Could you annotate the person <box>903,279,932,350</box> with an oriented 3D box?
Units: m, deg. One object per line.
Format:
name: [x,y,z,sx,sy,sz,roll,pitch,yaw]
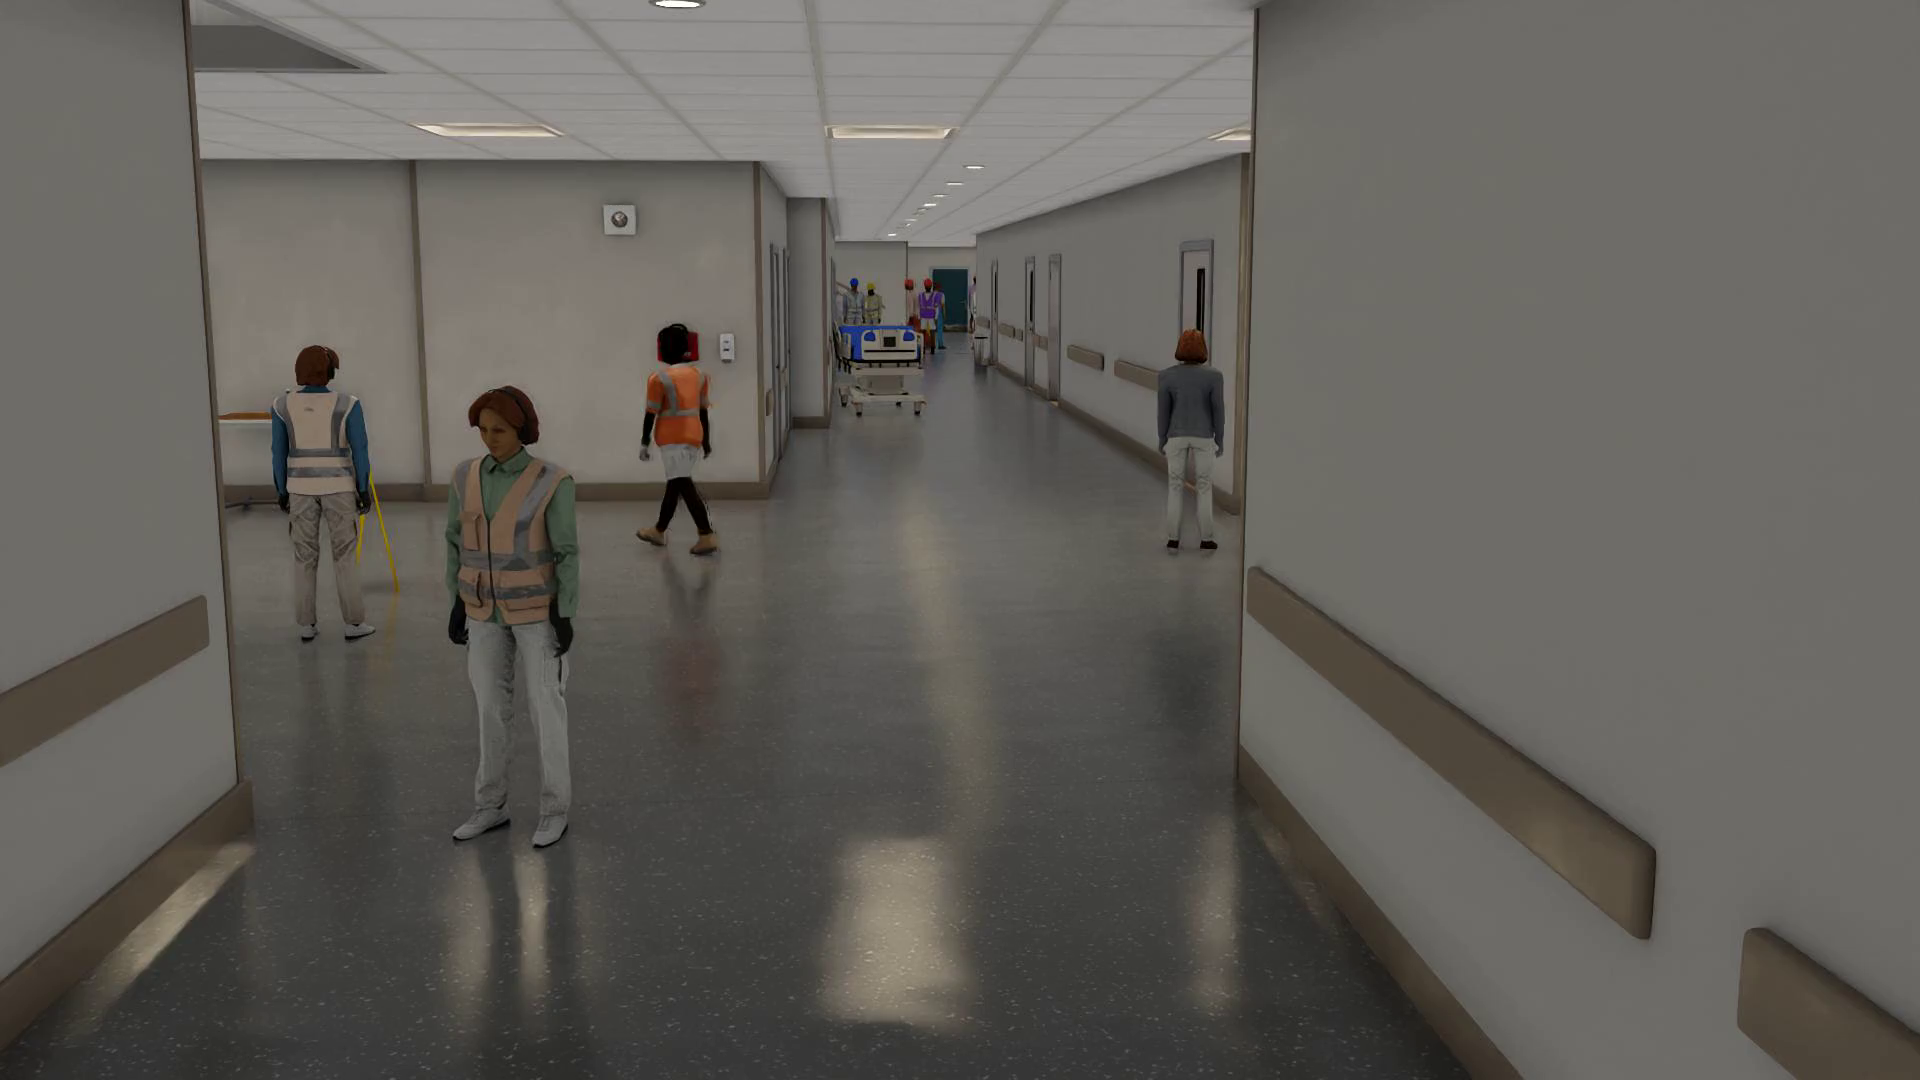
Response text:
person: [-1.182,-6.120,45.172,1.001,1.947,0.632,1,9,6]

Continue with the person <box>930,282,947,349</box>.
person: [-0.649,-6.167,45.719,0.563,1.838,0.390,6,11,31]

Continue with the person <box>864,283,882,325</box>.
person: [-2.387,-6.056,45.080,0.585,1.824,0.405,4,10,25]

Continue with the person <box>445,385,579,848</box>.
person: [-1.587,0.271,5.910,0.513,1.640,0.313,3,9,17]

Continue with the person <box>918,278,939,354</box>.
person: [-0.821,-5.712,42.538,0.545,1.940,0.352,2,9,11]

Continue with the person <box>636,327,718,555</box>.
person: [-2.077,-0.726,12.138,0.896,1.648,0.546,7,11,35]

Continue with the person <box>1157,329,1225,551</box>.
person: [1.692,-0.729,12.204,0.498,1.634,0.278,2,9,15]

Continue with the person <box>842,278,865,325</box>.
person: [-2.733,-5.772,42.890,0.614,1.944,0.395,-4,10,-24]

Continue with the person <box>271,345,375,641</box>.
person: [-3.530,-0.255,9.218,0.521,1.639,0.311,0,9,-3]
